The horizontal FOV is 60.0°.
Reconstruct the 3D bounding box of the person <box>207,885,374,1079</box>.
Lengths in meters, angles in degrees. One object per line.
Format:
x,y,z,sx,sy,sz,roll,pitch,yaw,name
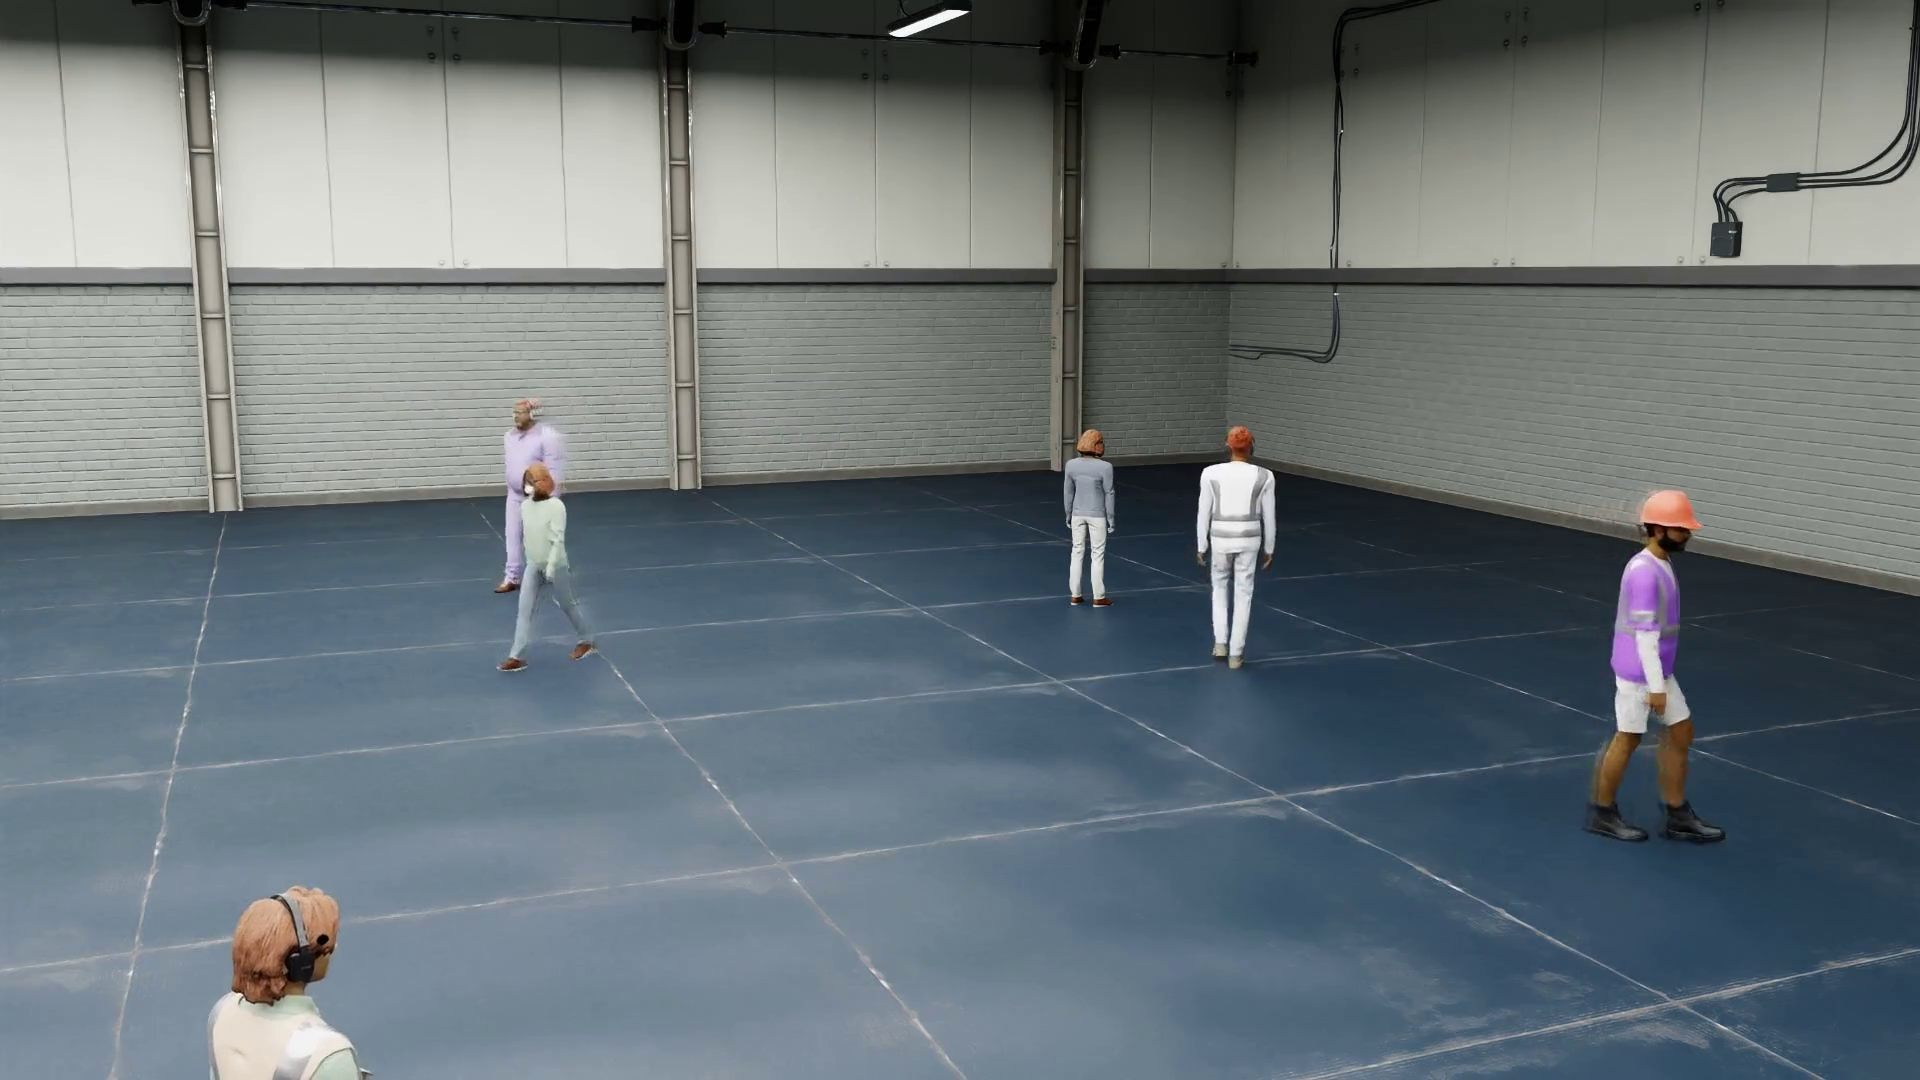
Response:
-1.539,1.609,3.865,0.517,1.639,0.314,6,11,35,person

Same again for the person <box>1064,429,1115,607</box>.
1.192,-0.200,15.246,0.509,1.632,0.268,6,11,31,person

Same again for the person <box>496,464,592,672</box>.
-3.215,0.199,12.893,0.504,1.585,0.891,5,10,29,person

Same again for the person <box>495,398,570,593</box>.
-4.157,-0.458,16.167,0.654,1.866,0.971,4,10,22,person

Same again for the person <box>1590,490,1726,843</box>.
3.754,0.693,8.768,0.794,1.906,0.565,6,11,34,person

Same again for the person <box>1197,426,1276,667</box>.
2.168,0.037,13.017,0.606,1.865,0.645,2,9,13,person
